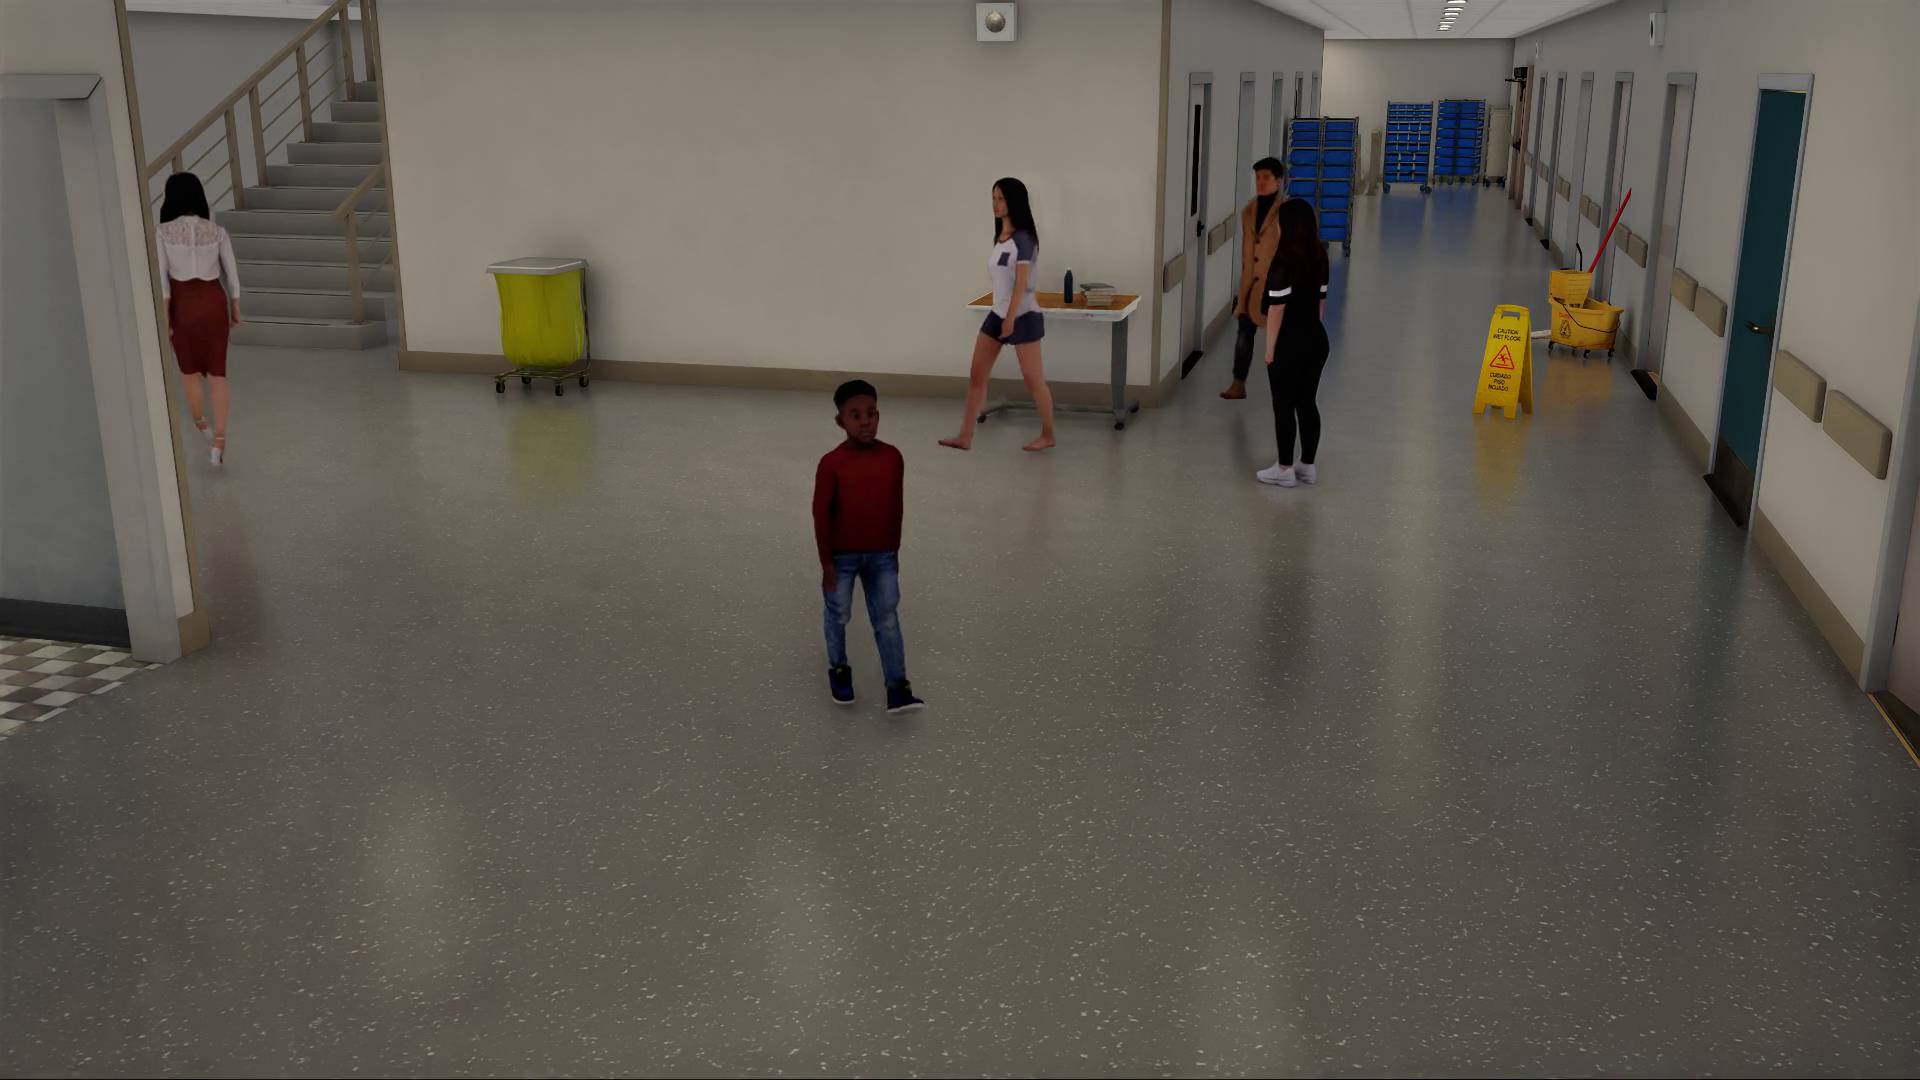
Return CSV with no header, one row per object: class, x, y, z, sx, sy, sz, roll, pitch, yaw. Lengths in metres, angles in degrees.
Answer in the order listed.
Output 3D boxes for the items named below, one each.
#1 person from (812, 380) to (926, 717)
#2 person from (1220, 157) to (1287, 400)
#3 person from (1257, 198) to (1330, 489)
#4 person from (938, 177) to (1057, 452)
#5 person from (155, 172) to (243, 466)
person,-0.399,0.023,6.175,0.775,1.235,0.888,-6,17,-20
person,2.244,-1.840,11.865,1.028,1.691,1.259,14,21,42
person,1.923,-1.121,9.494,0.700,1.636,0.774,-11,19,-35
person,0.407,-1.351,10.239,1.083,1.674,1.007,-10,19,-32
person,-4.510,-1.270,9.902,1.093,1.700,1.166,-8,18,-27
